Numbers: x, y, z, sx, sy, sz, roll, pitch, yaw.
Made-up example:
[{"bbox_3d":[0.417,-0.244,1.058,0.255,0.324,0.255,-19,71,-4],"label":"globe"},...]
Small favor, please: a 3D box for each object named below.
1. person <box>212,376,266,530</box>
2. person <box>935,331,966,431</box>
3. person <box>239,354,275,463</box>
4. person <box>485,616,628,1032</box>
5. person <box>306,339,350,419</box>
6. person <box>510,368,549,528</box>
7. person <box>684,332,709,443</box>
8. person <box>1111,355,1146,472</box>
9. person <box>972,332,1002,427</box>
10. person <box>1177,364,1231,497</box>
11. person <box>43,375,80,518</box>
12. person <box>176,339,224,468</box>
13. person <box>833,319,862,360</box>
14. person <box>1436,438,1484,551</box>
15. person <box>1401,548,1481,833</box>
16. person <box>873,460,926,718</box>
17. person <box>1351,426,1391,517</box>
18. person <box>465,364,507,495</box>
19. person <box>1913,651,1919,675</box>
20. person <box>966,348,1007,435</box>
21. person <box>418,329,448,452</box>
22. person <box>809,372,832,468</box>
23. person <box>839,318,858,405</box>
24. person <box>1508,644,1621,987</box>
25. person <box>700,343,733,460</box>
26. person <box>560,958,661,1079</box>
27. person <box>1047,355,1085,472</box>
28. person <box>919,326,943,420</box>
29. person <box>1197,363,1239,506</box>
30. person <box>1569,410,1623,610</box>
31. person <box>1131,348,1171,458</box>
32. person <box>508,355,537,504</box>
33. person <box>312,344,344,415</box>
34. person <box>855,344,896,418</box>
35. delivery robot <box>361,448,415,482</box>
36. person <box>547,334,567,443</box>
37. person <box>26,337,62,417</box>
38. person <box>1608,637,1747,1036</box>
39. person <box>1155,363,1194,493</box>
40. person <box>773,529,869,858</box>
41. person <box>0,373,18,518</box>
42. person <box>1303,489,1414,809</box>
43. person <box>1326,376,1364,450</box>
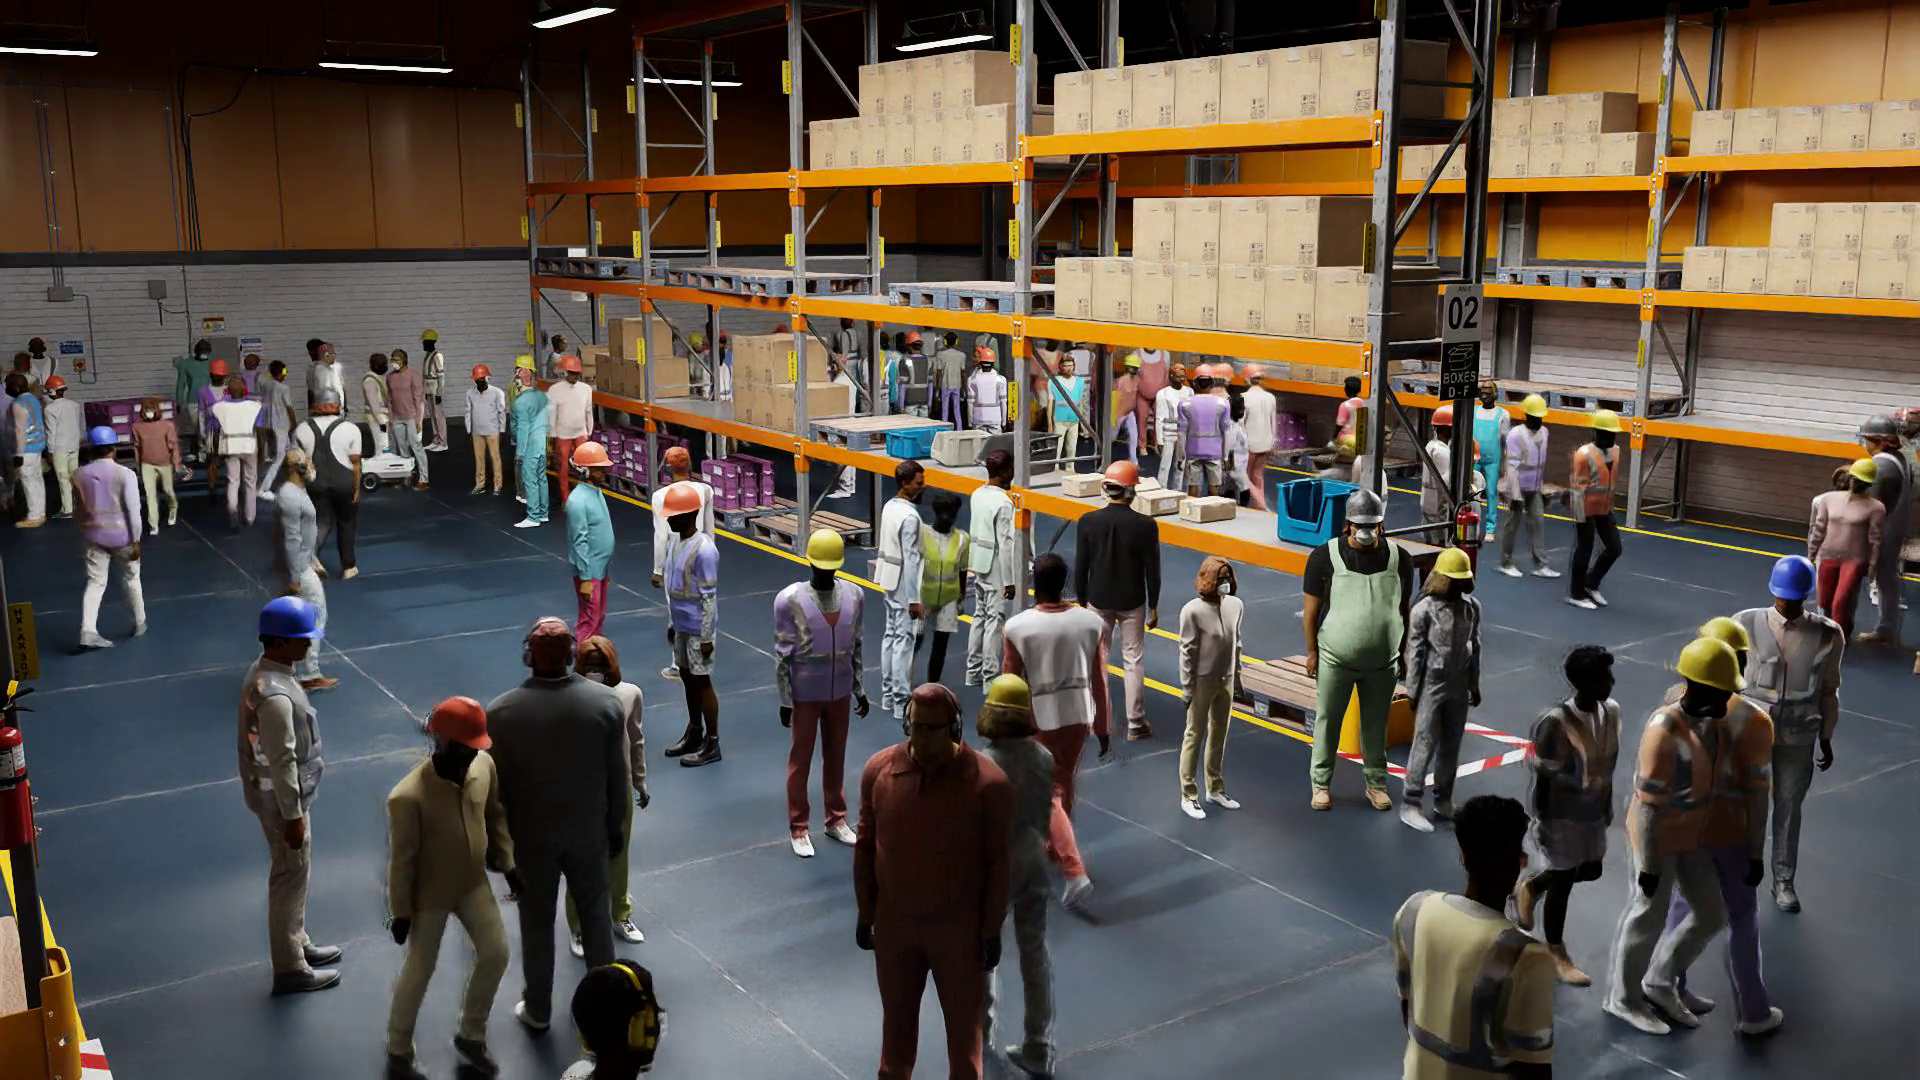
[{"bbox_3d":[-8.497,-1.016,19.623,0.598,1.818,0.777,-3,12,-17],"label":"person"},{"bbox_3d":[-0.155,-2.410,26.668,0.501,1.862,0.328,-3,12,-17],"label":"person"},{"bbox_3d":[-10.568,-1.971,24.956,0.523,1.645,0.306,4,12,21],"label":"person"},{"bbox_3d":[-1.848,1.288,7.611,0.649,1.909,0.405,-5,12,-24],"label":"person"},{"bbox_3d":[-9.276,-1.965,24.219,0.878,1.907,0.619,4,12,21],"label":"person"},{"bbox_3d":[-5.153,-1.099,19.837,0.405,1.903,0.636,2,11,11],"label":"person"},{"bbox_3d":[-4.242,-2.514,27.292,0.615,1.817,0.539,3,11,13],"label":"person"},{"bbox_3d":[2.315,-1.845,24.161,0.766,1.715,0.539,10,15,41],"label":"person"},{"bbox_3d":[0.477,-2.932,29.110,0.393,1.943,0.602,-10,15,-42],"label":"person"},{"bbox_3d":[2.747,-0.970,18.819,0.607,2.041,0.377,1,11,4],"label":"person"},{"bbox_3d":[-11.049,-1.148,20.465,0.325,1.752,0.559,2,11,8],"label":"person"},{"bbox_3d":[-11.302,-2.062,24.819,0.687,1.881,0.971,-3,12,-16],"label":"person"},{"bbox_3d":[-2.136,-3.378,31.782,0.564,1.787,0.898,-8,13,-34],"label":"person"},{"bbox_3d":[4.489,-0.056,14.882,0.572,1.747,0.336,-7,13,-33],"label":"person"},{"bbox_3d":[2.941,0.893,10.079,0.492,1.733,0.337,-5,12,-24],"label":"person"},{"bbox_3d":[-0.430,0.361,12.323,0.395,1.917,0.590,-4,12,-18],"label":"person"},{"bbox_3d":[3.672,-0.134,15.074,0.382,1.835,0.572,1,11,3],"label":"person"},{"bbox_3d":[-6.318,-1.467,22.101,0.573,1.746,0.345,2,11,10],"label":"person"},{"bbox_3d":[7.936,0.114,13.315,0.409,2.029,0.612,6,13,30],"label":"person"},{"bbox_3d":[0.359,-1.604,22.328,0.547,1.938,0.359,0,11,-2],"label":"person"},{"bbox_3d":[-8.301,-2.355,26.195,0.366,1.926,0.594,-8,14,-35],"label":"person"},{"bbox_3d":[-2.147,-1.969,24.733,0.550,1.735,0.830,-8,14,-36],"label":"person"},{"bbox_3d":[-2.098,-3.281,31.045,0.346,1.882,0.584,4,12,19],"label":"person"},{"bbox_3d":[2.931,1.293,8.157,0.542,1.684,0.556,-7,13,-30],"label":"person"},{"bbox_3d":[-3.476,-1.895,23.956,0.359,1.883,0.573,9,14,38],"label":"person"},{"bbox_3d":[-0.903,2.003,4.185,0.452,1.828,0.711,-4,12,-20],"label":"person"},{"bbox_3d":[1.414,-1.569,22.382,0.574,1.843,0.374,-6,12,-28],"label":"person"},{"bbox_3d":[-0.567,-3.123,30.098,0.548,1.936,0.378,0,11,2],"label":"person"},{"bbox_3d":[3.070,-1.156,20.018,0.615,1.948,1.018,10,15,42],"label":"person"},{"bbox_3d":[5.979,-0.283,15.624,0.630,1.906,0.448,-7,13,-31],"label":"person"},{"bbox_3d":[2.904,-2.268,25.459,0.698,2.000,0.781,-1,11,-6],"label":"person"},{"bbox_3d":[-5.610,-1.424,21.454,0.376,1.918,0.584,-5,12,-24],"label":"person"},{"bbox_3d":[-8.932,-1.821,23.555,0.401,1.901,0.642,-4,12,-22],"label":"person"},{"bbox_3d":[-1.289,-2.103,25.125,0.633,1.842,0.429,2,11,10],"label":"person"},{"bbox_3d":[-7.768,-1.001,22.546,0.707,0.478,0.477,-4,12,-19],"label":"delivery robot"},{"bbox_3d":[-6.374,-2.334,26.346,0.358,1.837,0.504,-3,11,-16],"label":"person"},{"bbox_3d":[-13.802,-2.103,25.014,0.584,1.882,0.337,-7,13,-33],"label":"person"},{"bbox_3d":[3.197,1.328,7.429,0.613,1.893,0.539,-9,14,-38],"label":"person"},{"bbox_3d":[2.684,-1.277,20.816,0.582,1.877,0.349,-7,13,-30],"label":"person"},{"bbox_3d":[-0.793,0.875,9.686,0.584,1.919,0.381,-7,13,-33],"label":"person"},{"bbox_3d":[-11.968,-1.258,20.699,0.646,1.904,0.905,-7,13,-30],"label":"person"},{"bbox_3d":[2.487,0.685,10.349,0.687,2.000,0.538,0,11,0],"label":"person"},{"bbox_3d":[4.922,-1.231,21.058,0.553,1.692,0.370,-10,15,-43],"label":"person"}]
